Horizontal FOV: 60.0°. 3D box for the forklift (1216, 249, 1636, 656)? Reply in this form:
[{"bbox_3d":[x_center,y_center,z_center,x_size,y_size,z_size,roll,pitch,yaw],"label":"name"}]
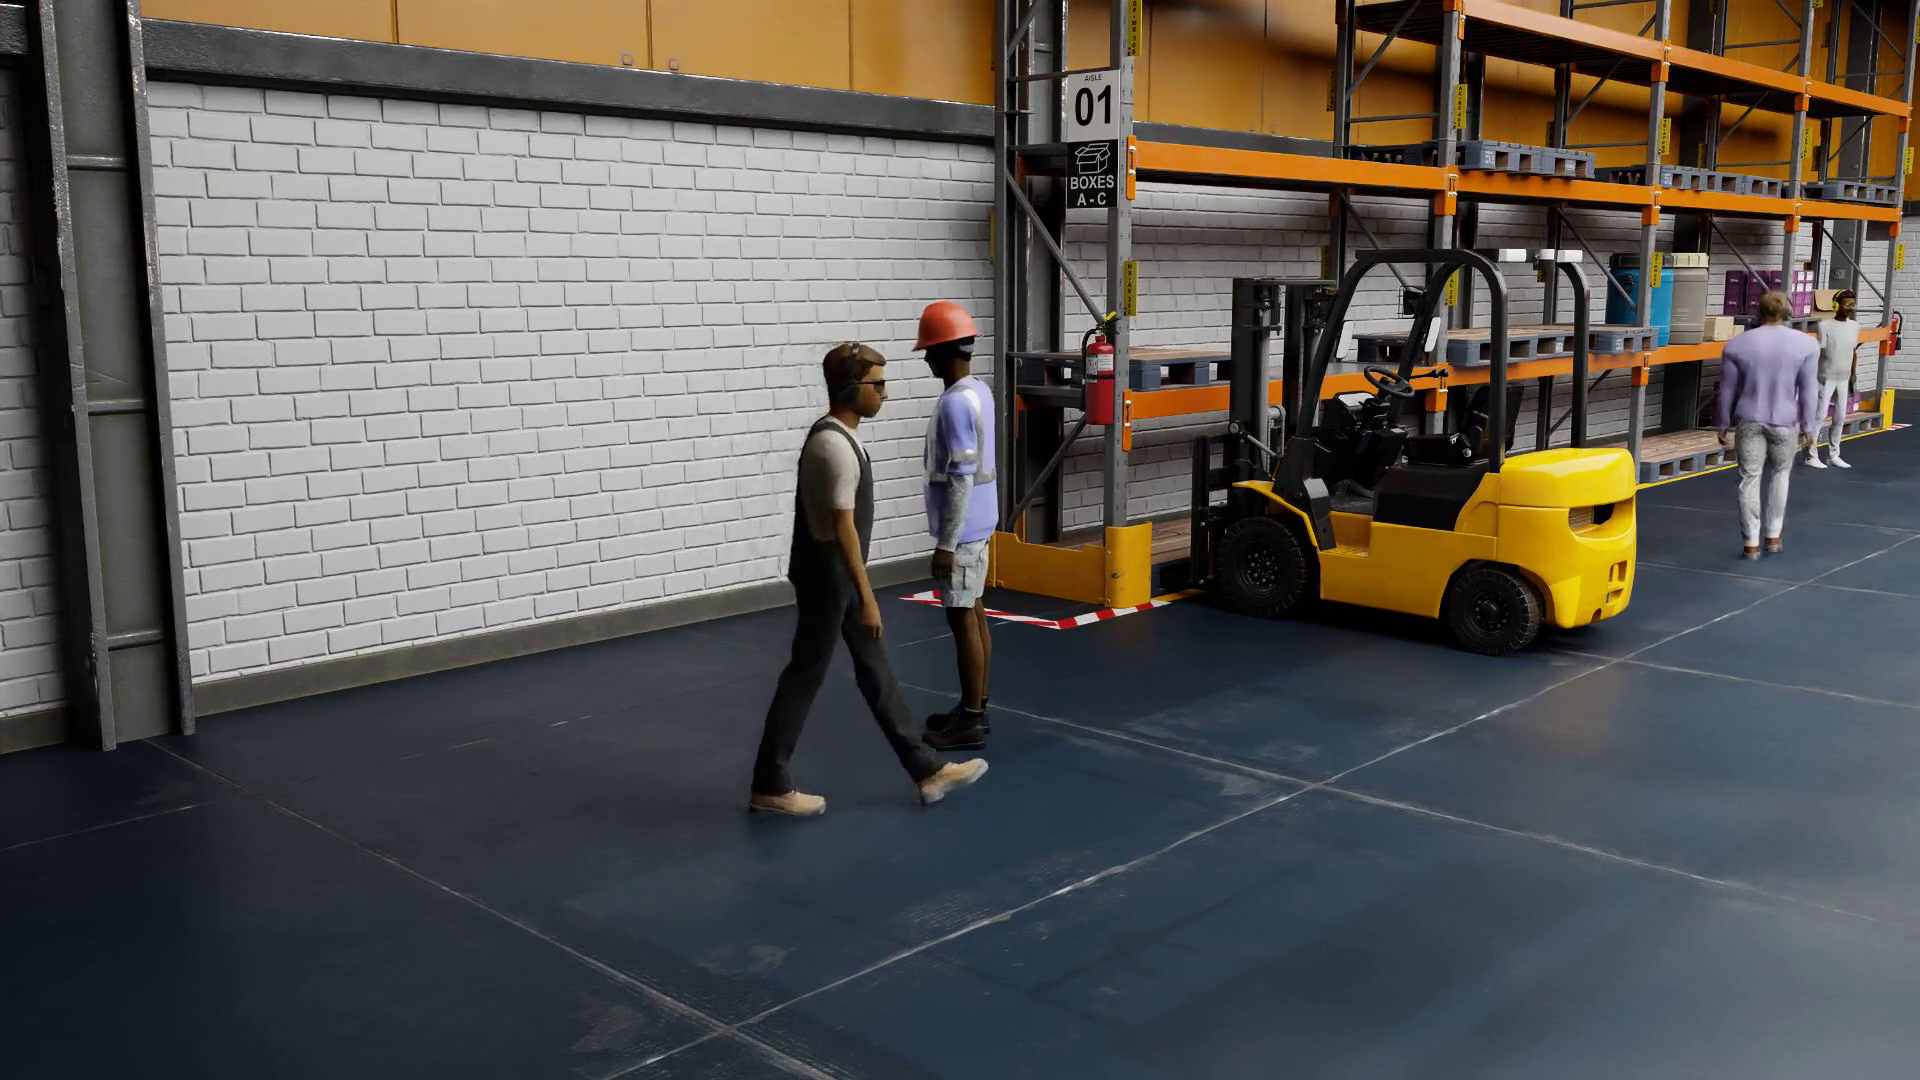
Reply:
[{"bbox_3d":[2.710,-0.584,9.626,2.313,2.155,1.214,9,13,43],"label":"forklift"}]

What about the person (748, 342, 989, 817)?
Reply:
[{"bbox_3d":[-0.369,0.171,6.214,0.957,1.795,0.545,0,9,0],"label":"person"}]

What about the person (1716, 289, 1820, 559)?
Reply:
[{"bbox_3d":[5.828,-0.842,12.047,0.655,1.914,0.803,4,10,25],"label":"person"}]

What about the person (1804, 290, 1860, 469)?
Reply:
[{"bbox_3d":[9.097,-1.664,17.285,0.509,1.860,0.318,-2,10,-13],"label":"person"}]

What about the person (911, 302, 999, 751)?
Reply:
[{"bbox_3d":[-0.028,-0.052,7.175,0.374,1.929,0.542,2,9,10],"label":"person"}]
